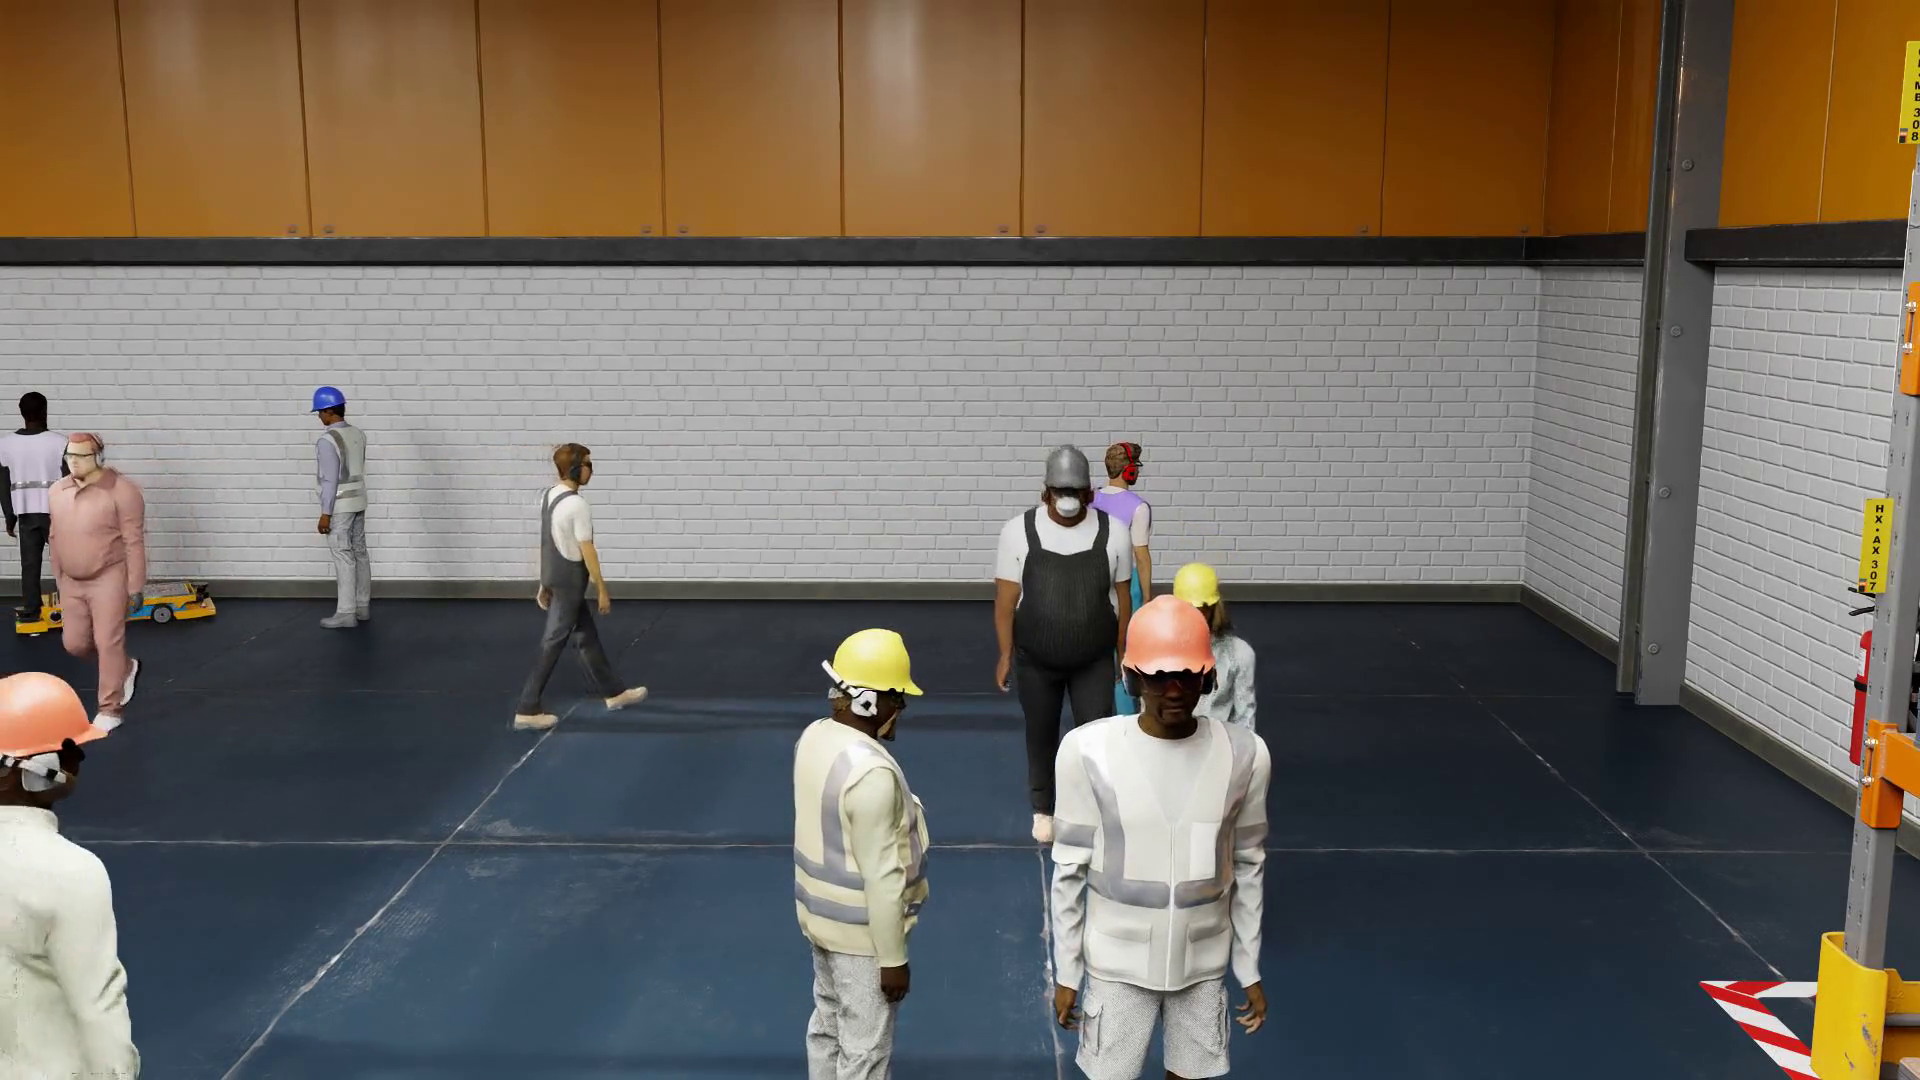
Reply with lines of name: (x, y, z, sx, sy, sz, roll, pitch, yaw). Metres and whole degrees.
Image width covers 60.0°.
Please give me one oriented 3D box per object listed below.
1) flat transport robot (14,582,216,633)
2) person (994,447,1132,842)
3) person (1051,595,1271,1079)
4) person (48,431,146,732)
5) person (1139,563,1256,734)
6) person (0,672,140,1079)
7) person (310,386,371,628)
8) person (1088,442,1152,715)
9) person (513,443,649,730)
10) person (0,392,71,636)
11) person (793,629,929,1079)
flat transport robot: (-6.878, 0.536, 13.555, 1.431, 0.197, 0.652, -5, 11, -28)
person: (0.512, 0.527, 8.314, 0.700, 2.000, 0.572, 1, 9, 3)
person: (0.551, 1.152, 4.559, 0.605, 2.045, 0.381, -1, 10, -5)
person: (-5.374, 0.243, 10.443, 0.662, 1.892, 0.636, 2, 10, 10)
person: (0.979, 0.914, 6.944, 0.488, 1.715, 0.711, 1, 10, 6)
person: (-2.233, 1.293, 3.954, 0.620, 1.969, 0.817, 5, 11, 30)
person: (-4.976, -0.267, 13.375, 0.396, 1.940, 0.601, 1, 10, 6)
person: (0.948, 0.328, 10.089, 0.386, 1.845, 0.564, -7, 12, -38)
person: (-2.448, 0.282, 10.544, 0.984, 1.792, 0.538, -7, 12, -36)
person: (-7.186, -0.196, 13.022, 0.588, 1.917, 0.392, -2, 10, -10)
person: (-0.299, 1.171, 5.114, 0.404, 1.821, 0.589, -4, 10, -24)
